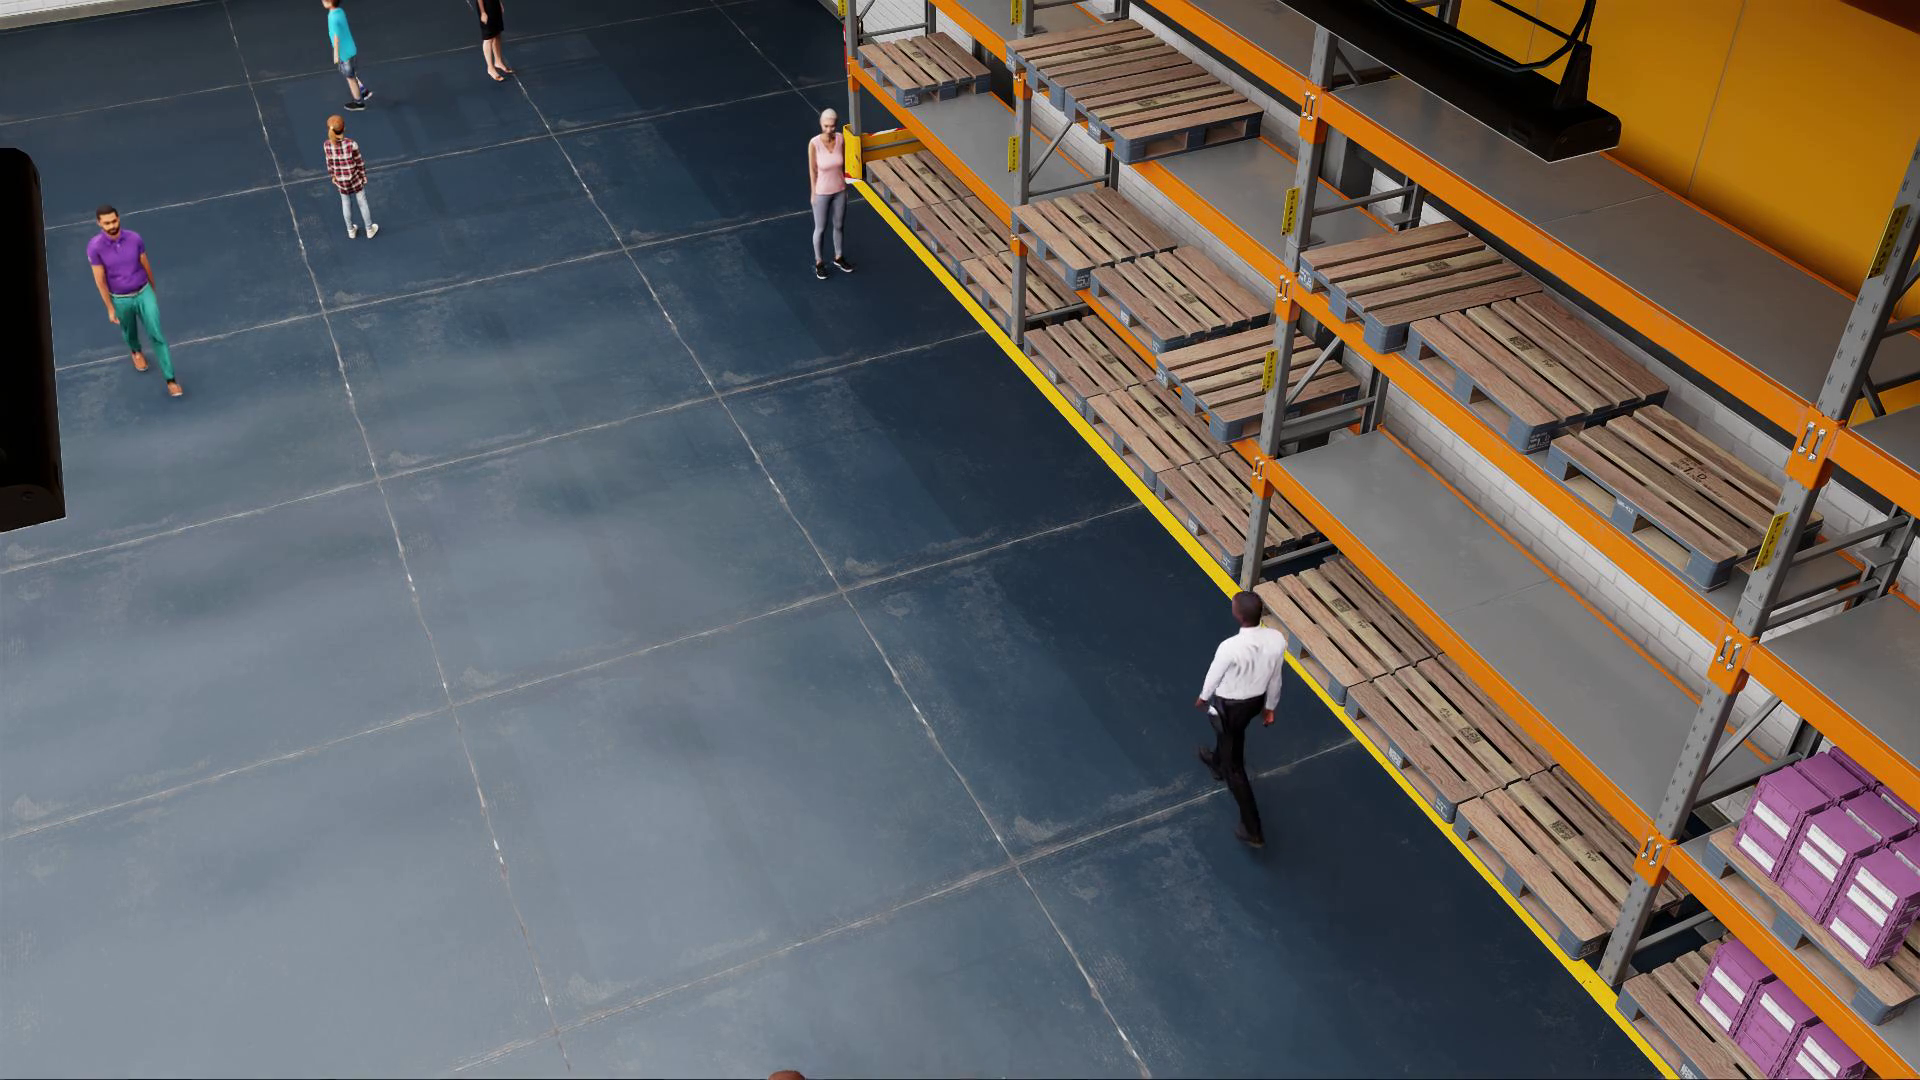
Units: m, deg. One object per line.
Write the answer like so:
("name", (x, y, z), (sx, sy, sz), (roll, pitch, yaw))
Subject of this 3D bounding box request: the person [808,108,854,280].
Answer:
("person", (-1.283, -3.414, 16.256), (0.567, 1.721, 0.525), (-18, 42, -22))

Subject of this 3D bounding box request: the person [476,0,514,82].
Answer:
("person", (-5.664, -6.418, 19.998), (0.724, 1.746, 0.655), (11, 40, 13))

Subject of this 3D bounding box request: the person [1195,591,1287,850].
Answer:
("person", (1.792, 1.150, 10.489), (0.634, 1.786, 1.210), (-16, 41, -19))

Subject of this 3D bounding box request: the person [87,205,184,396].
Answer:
("person", (-7.356, -2.166, 14.686), (0.803, 1.731, 1.251), (-24, 45, -27))

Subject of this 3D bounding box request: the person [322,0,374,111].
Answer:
("person", (-7.103, -5.718, 19.363), (0.687, 1.445, 0.599), (-2, 39, -3))

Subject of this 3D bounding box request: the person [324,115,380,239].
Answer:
("person", (-6.234, -3.700, 16.949), (0.591, 1.303, 0.602), (-1, 39, -1))
